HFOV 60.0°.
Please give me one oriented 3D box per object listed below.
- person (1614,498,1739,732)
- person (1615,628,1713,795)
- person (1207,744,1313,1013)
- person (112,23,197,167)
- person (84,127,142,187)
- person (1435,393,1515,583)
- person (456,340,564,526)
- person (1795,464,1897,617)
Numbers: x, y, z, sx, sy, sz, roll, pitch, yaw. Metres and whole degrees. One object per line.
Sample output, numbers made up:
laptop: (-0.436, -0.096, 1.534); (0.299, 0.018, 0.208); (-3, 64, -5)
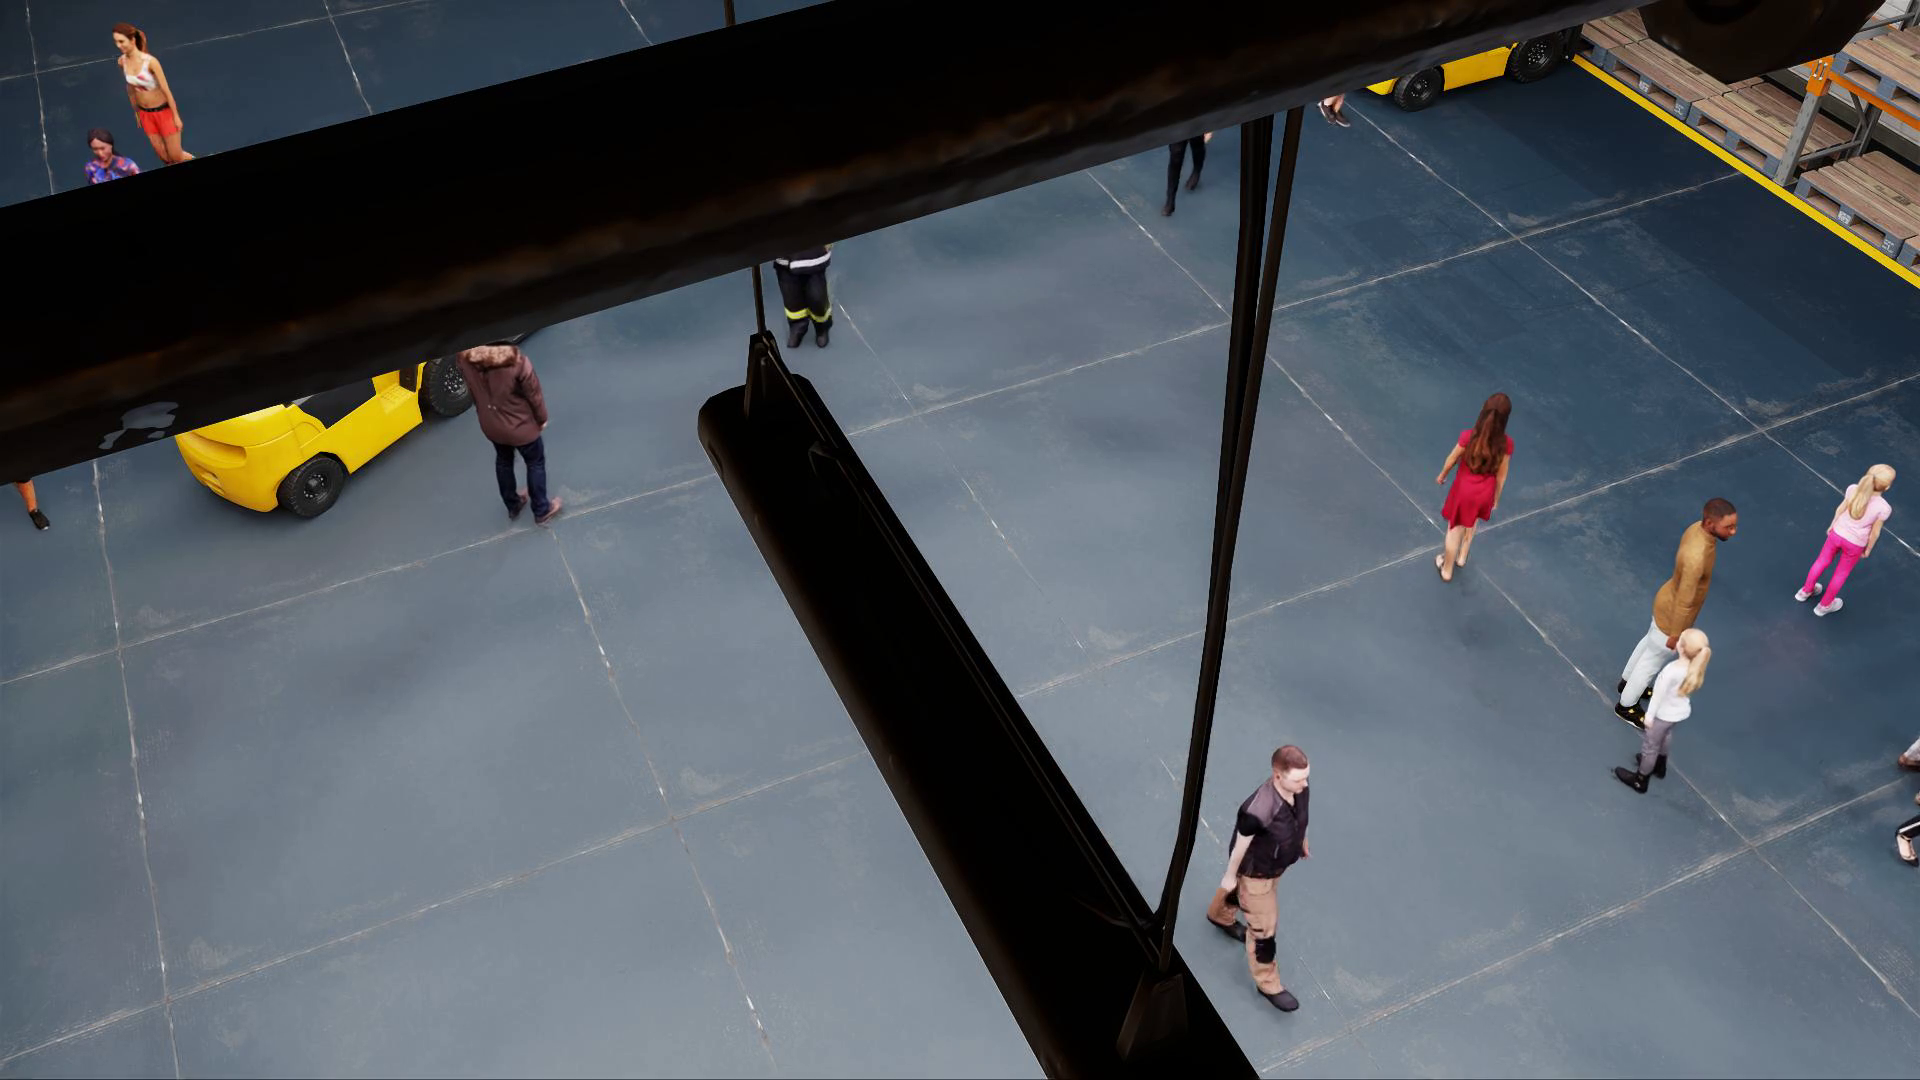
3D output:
person: (4.488, 0.435, 10.436); (0.749, 1.815, 0.706); (16, 46, 16)
person: (4.356, 1.055, 10.179); (0.485, 1.270, 0.476); (-23, 48, -22)
person: (1.577, 1.686, 9.127); (1.125, 1.808, 0.937); (33, 53, 30)
person: (-7.151, -3.842, 14.948); (0.813, 1.782, 0.898); (8, 44, 8)
person: (-6.837, -2.664, 13.749); (0.670, 1.732, 0.678); (-5, 44, -5)
person: (3.523, -0.302, 11.409); (0.693, 1.539, 0.755); (2, 44, 3)
person: (-3.209, -0.870, 11.788); (0.854, 1.839, 0.902); (12, 45, 12)
person: (6.043, -0.022, 11.308); (0.566, 1.272, 0.474); (-25, 49, -24)
